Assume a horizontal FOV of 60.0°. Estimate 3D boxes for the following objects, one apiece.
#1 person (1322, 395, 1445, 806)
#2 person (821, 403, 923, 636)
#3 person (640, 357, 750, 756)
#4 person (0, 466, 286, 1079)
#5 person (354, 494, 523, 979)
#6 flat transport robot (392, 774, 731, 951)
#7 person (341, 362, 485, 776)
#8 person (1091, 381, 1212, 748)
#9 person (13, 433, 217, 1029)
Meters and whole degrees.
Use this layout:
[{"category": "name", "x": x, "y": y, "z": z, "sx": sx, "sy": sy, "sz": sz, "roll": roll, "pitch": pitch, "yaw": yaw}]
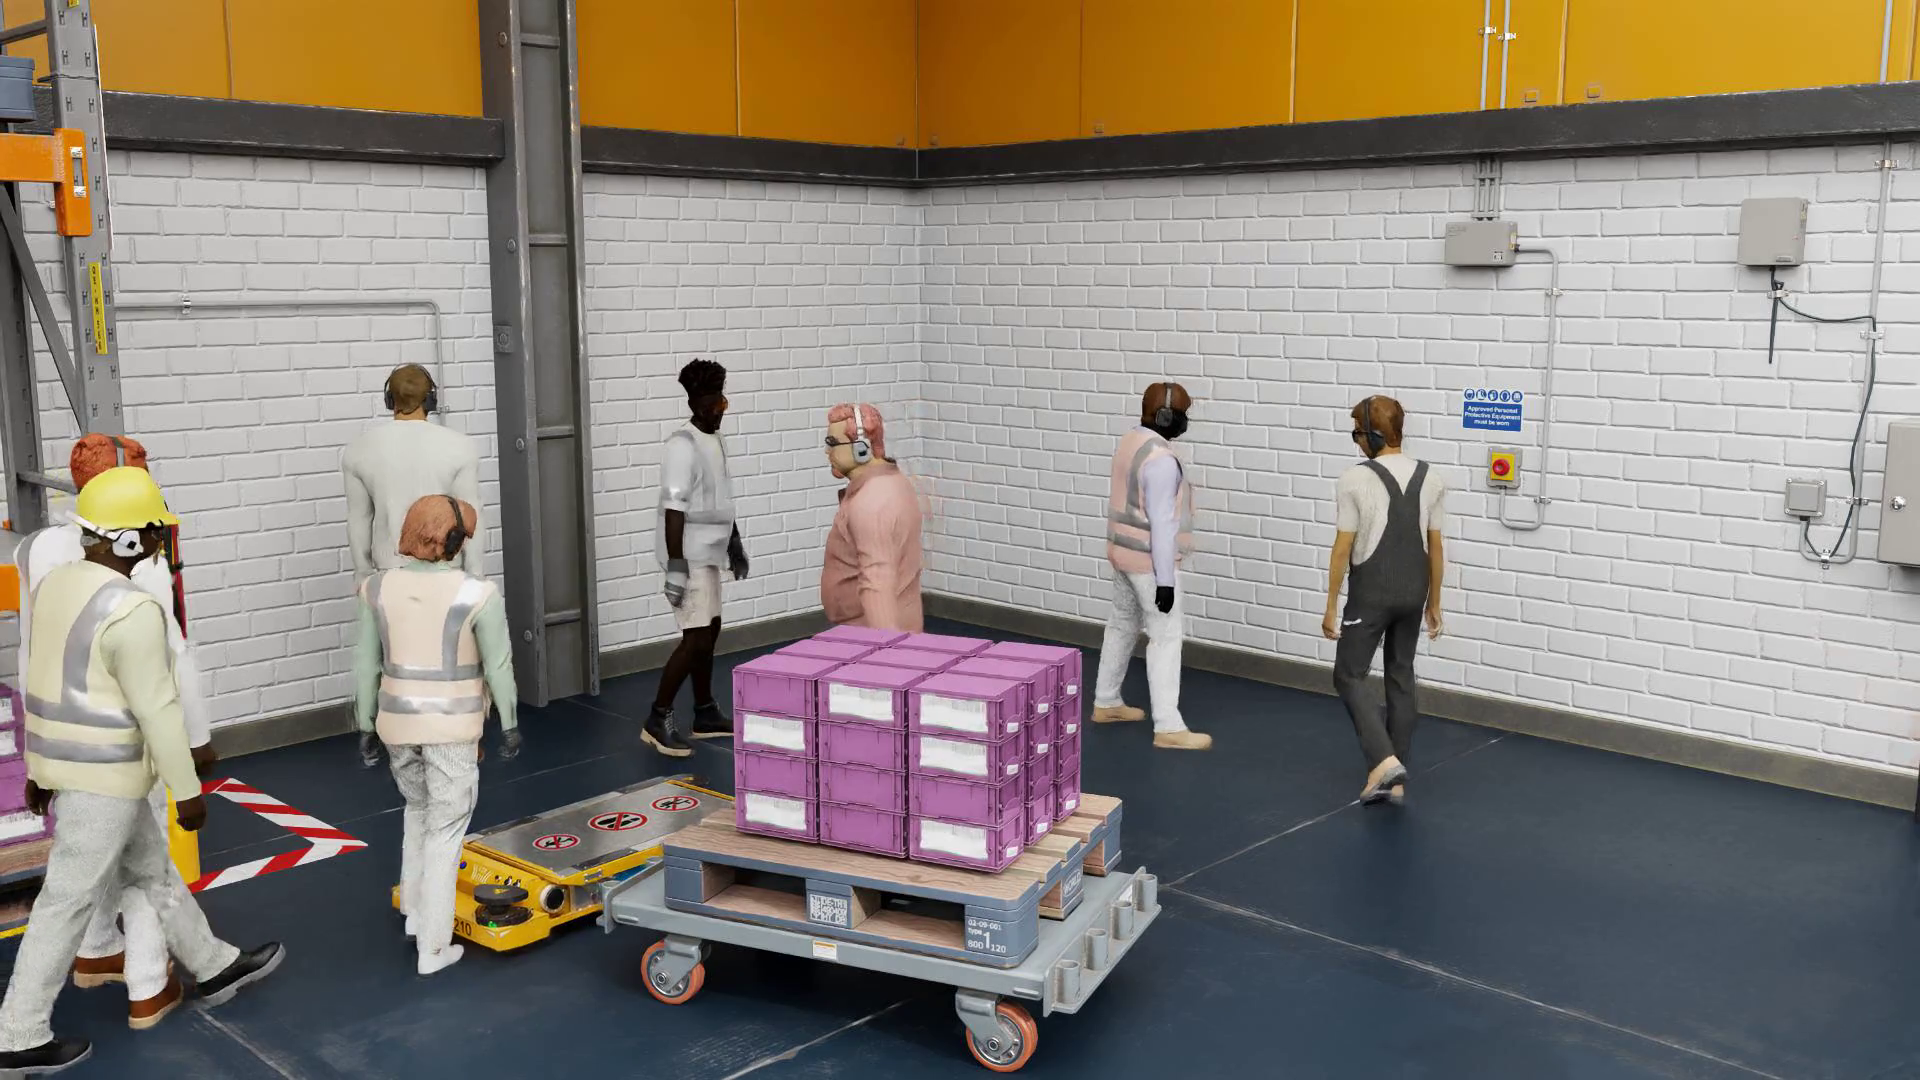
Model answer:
[{"category": "person", "x": 1.874, "y": 0.282, "z": 7.243, "sx": 0.555, "sy": 1.822, "sz": 0.512, "roll": -2, "pitch": 10, "yaw": -14}, {"category": "person", "x": -0.333, "y": 0.381, "z": 6.587, "sx": 1.050, "sy": 1.851, "sz": 0.658, "roll": 2, "pitch": 10, "yaw": 13}, {"category": "person", "x": -1.318, "y": 0.072, "z": 8.192, "sx": 0.467, "sy": 1.947, "sz": 0.788, "roll": 1, "pitch": 9, "yaw": 5}, {"category": "person", "x": -2.534, "y": 0.672, "z": 5.005, "sx": 0.604, "sy": 1.774, "sz": 0.943, "roll": 8, "pitch": 12, "yaw": 42}, {"category": "person", "x": -1.758, "y": 0.645, "z": 5.664, "sx": 0.526, "sy": 1.621, "sz": 0.554, "roll": 2, "pitch": 9, "yaw": 12}, {"category": "flat transport robot", "x": -1.369, "y": 1.195, "z": 6.396, "sx": 0.652, "sy": 0.197, "sz": 1.431, "roll": 8, "pitch": 12, "yaw": 39}, {"category": "person", "x": -2.520, "y": 0.142, "z": 7.754, "sx": 0.629, "sy": 1.939, "sz": 0.363, "roll": 0, "pitch": 9, "yaw": -1}, {"category": "person", "x": 0.970, "y": 0.107, "z": 8.377, "sx": 0.445, "sy": 1.827, "sz": 0.646, "roll": -2, "pitch": 9, "yaw": -11}, {"category": "person", "x": -2.660, "y": 0.593, "z": 5.217, "sx": 0.631, "sy": 1.867, "sz": 0.427, "roll": 4, "pitch": 10, "yaw": 25}]
